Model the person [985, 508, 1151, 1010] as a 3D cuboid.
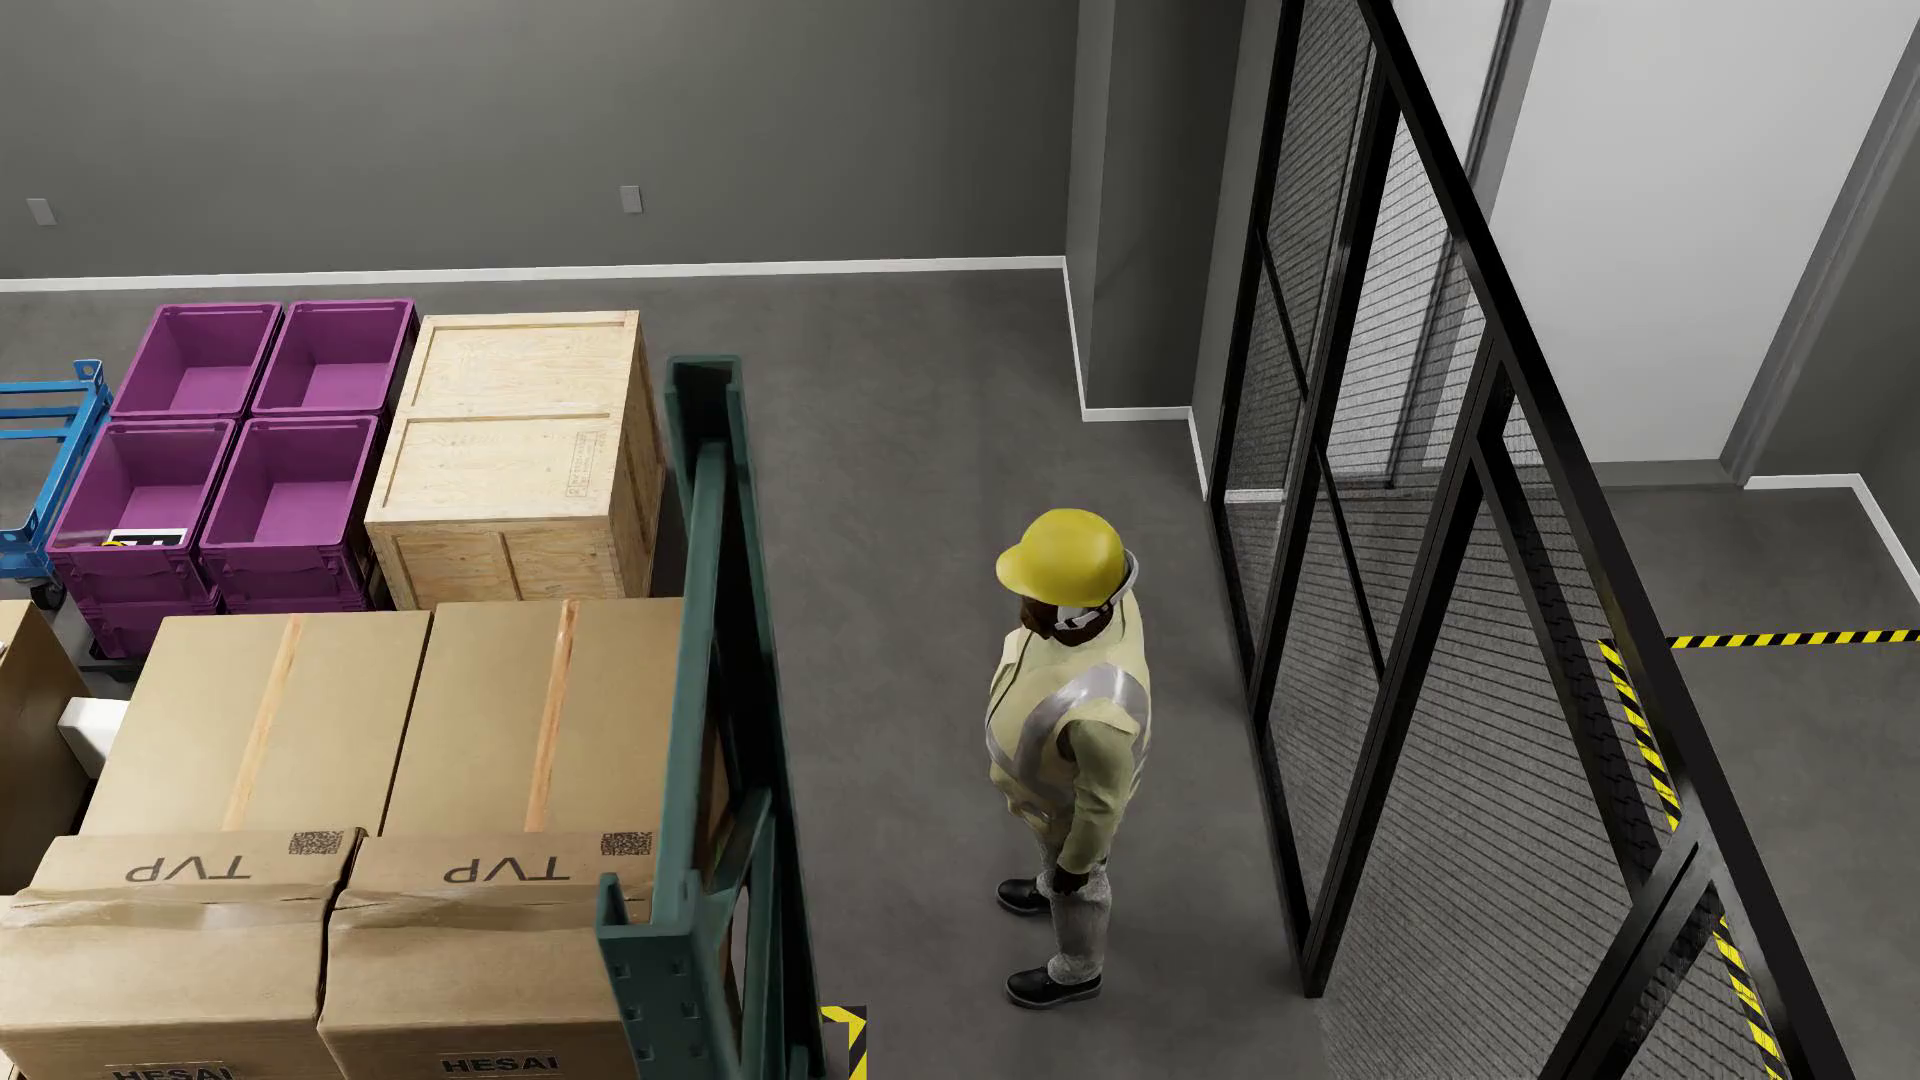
[{"bbox_3d":[0.264,0.589,4.267,0.404,1.829,0.600,-2,46,-2],"label":"person"}]
